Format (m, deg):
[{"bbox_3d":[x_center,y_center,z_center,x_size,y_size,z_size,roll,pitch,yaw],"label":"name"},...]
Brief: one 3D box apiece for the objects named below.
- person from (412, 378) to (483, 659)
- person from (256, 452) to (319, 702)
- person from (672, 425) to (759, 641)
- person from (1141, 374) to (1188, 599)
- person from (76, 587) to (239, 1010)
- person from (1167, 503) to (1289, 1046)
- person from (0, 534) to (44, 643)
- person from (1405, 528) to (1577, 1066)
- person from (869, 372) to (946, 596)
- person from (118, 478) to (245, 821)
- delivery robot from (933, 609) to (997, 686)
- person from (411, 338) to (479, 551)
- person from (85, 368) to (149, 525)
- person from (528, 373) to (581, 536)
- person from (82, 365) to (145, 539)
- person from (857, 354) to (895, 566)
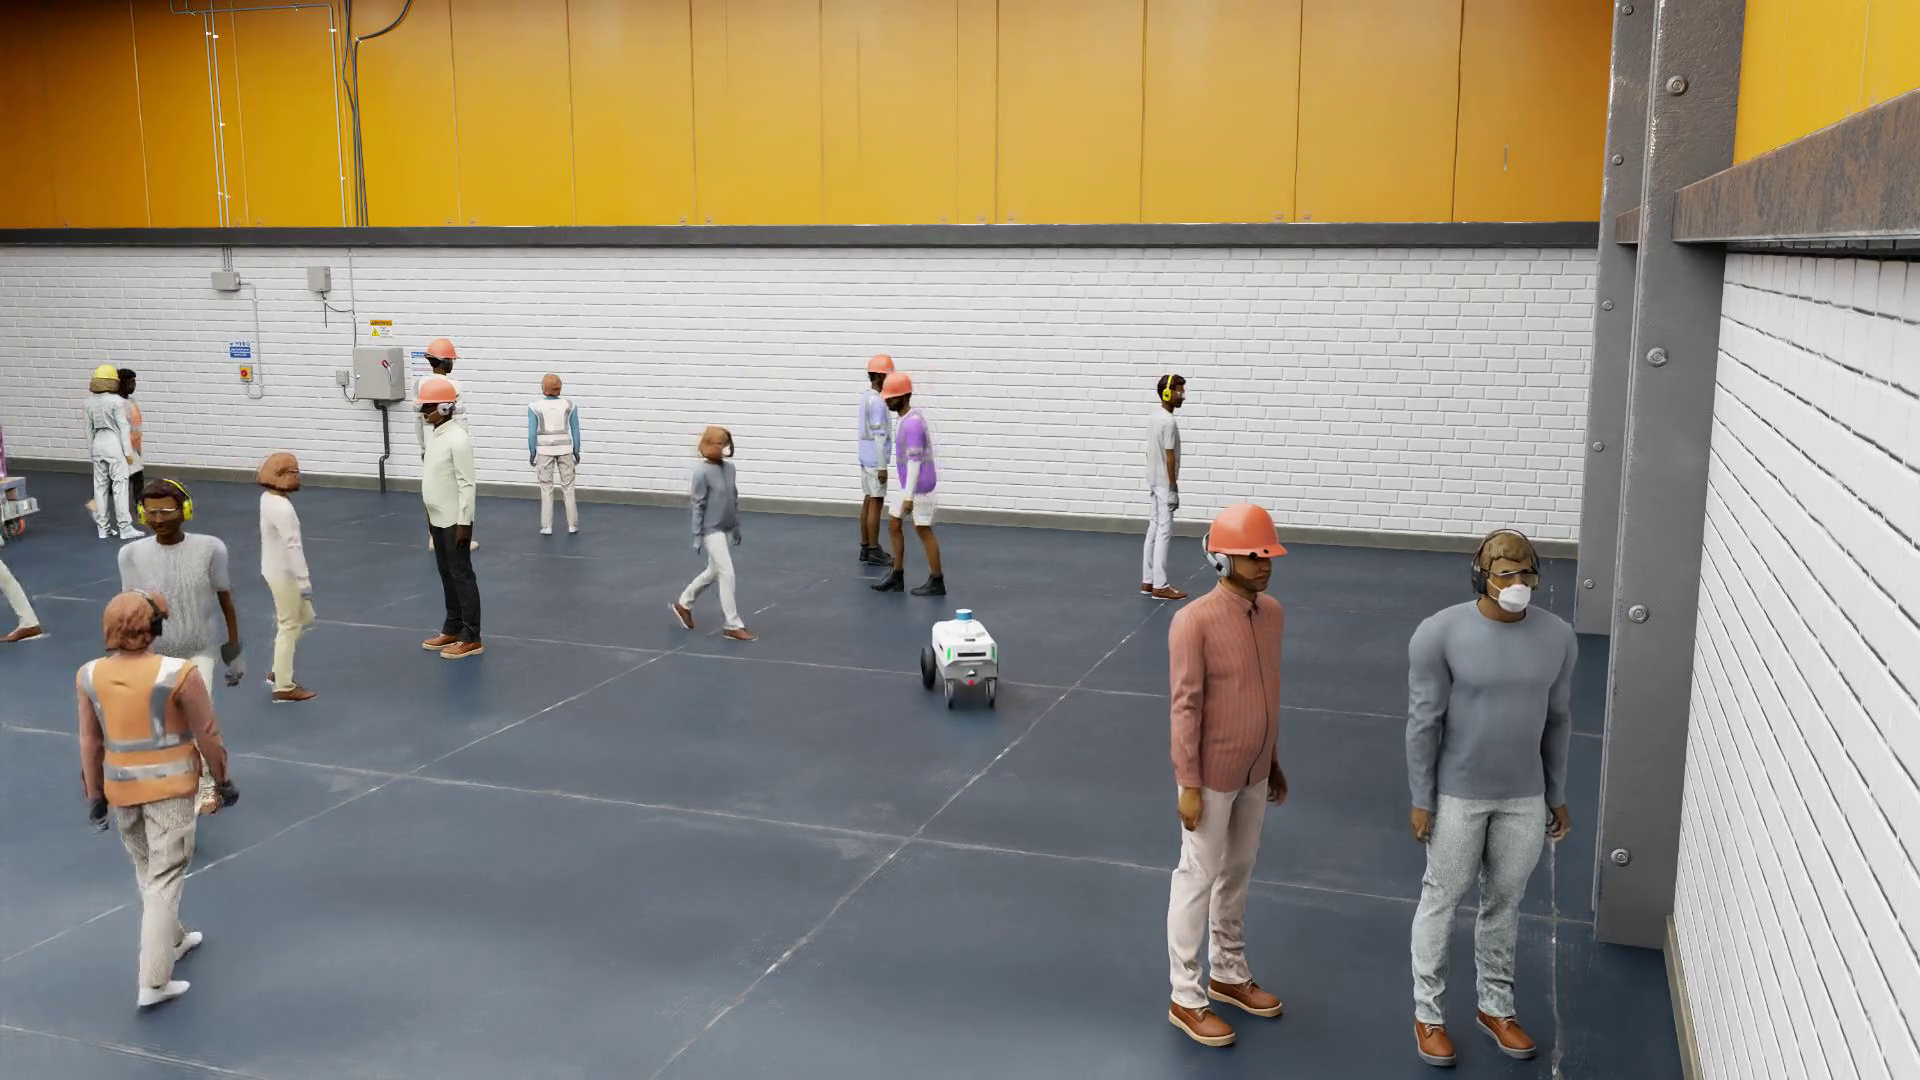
[{"bbox_3d":[-3.652,-0.159,11.841,0.393,1.992,0.622,-8,13,-36],"label":"person"},{"bbox_3d":[-4.282,0.241,10.637,0.334,1.621,0.515,-6,12,-31],"label":"person"},{"bbox_3d":[-1.861,-0.067,12.429,0.765,1.608,0.505,5,11,24],"label":"person"},{"bbox_3d":[1.706,-0.443,13.819,0.323,1.862,0.518,-2,10,-12],"label":"person"},{"bbox_3d":[-3.149,0.979,6.533,0.521,1.623,0.581,2,10,9],"label":"person"},{"bbox_3d":[1.008,0.847,6.177,0.608,1.996,0.382,-10,14,-44],"label":"person"},{"bbox_3d":[-7.195,-0.090,11.969,1.016,1.810,0.531,-9,13,-40],"label":"person"},{"bbox_3d":[1.895,0.913,5.963,0.627,1.940,0.372,-2,10,-9],"label":"person"},{"bbox_3d":[-0.441,-0.444,13.789,0.747,1.890,0.583,-3,10,-15],"label":"person"},{"bbox_3d":[-3.842,0.586,8.215,0.505,1.794,1.029,-2,10,-11],"label":"person"},{"bbox_3d":[0.027,0.695,10.800,0.477,0.478,0.707,-2,11,-8],"label":"delivery robot"},{"bbox_3d":[-4.905,-0.897,15.861,0.615,2.043,0.373,5,11,26],"label":"person"},{"bbox_3d":[-8.775,-0.963,17.340,0.801,1.662,0.534,-1,10,-4],"label":"person"},{"bbox_3d":[-4.092,-0.861,16.800,0.523,1.638,0.310,-4,11,-20],"label":"person"},{"bbox_3d":[-8.479,-0.878,16.627,0.484,1.735,0.310,2,10,13],"label":"person"},{"bbox_3d":[-0.747,-0.732,15.244,0.376,1.934,0.547,-3,10,-15],"label":"person"}]
